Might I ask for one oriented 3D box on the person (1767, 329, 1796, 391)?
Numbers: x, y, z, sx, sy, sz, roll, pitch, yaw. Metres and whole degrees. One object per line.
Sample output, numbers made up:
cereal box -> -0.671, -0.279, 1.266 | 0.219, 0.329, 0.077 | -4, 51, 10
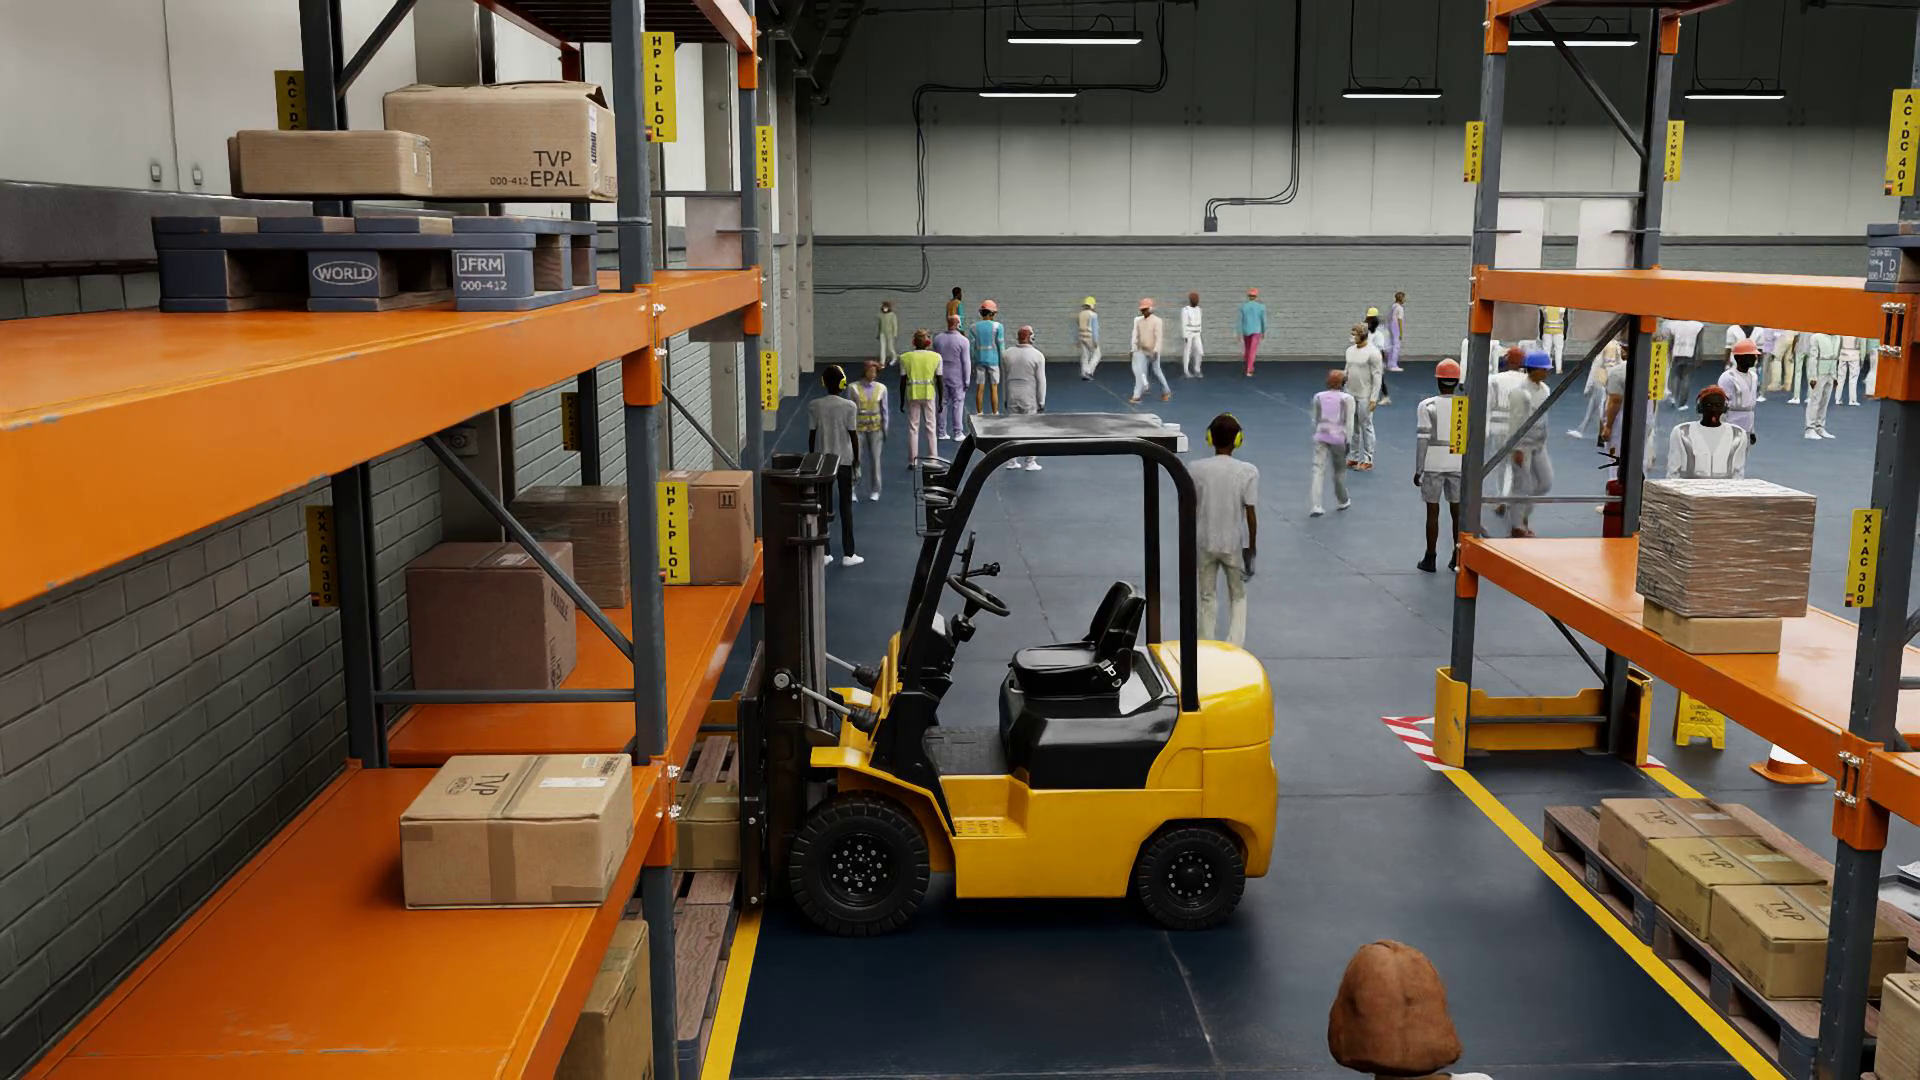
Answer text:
person -> 16.487, -4.002, 33.355 | 0.767, 2.000, 0.536 | -7, 12, -34

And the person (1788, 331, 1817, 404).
person -> 15.626, -3.452, 30.782 | 0.534, 1.864, 0.309 | 1, 10, 3

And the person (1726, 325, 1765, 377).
person -> 12.992, -2.920, 27.570 | 0.612, 1.955, 0.376 | 1, 10, 8

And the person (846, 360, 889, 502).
person -> -1.089, -1.263, 19.243 | 0.528, 1.631, 0.357 | -3, 11, -18

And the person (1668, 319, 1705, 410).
person -> 12.931, -3.261, 29.630 | 0.588, 1.903, 0.464 | 9, 14, 42

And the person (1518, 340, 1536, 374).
person -> 8.745, -2.548, 25.817 | 0.346, 1.842, 0.506 | 4, 11, 20

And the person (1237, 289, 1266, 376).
person -> 6.569, -4.673, 37.400 | 0.595, 1.936, 1.015 | 5, 11, 24

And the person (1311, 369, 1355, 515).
person -> 4.096, -1.078, 18.318 | 0.515, 1.586, 0.868 | 7, 12, 33

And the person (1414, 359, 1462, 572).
person -> 4.386, -0.672, 15.092 | 0.548, 1.936, 0.378 | 0, 10, 0

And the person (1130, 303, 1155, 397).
person -> 3.562, -3.669, 32.025 | 0.627, 1.860, 0.508 | -5, 11, -26

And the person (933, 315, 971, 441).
person -> -0.098, -2.430, 25.007 | 0.644, 1.900, 0.399 | 6, 12, 32

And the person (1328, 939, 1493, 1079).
person -> 0.853, 1.591, 3.331 | 0.506, 1.631, 0.277 | -5, 11, -24

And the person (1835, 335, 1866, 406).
person -> 16.273, -3.273, 30.409 | 0.308, 1.639, 0.524 | -7, 13, -36

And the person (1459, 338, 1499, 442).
person -> 7.755, -2.397, 24.877 | 0.580, 1.878, 0.342 | -1, 10, -8

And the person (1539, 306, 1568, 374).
person -> 13.495, -4.703, 37.814 | 0.619, 1.845, 0.430 | 5, 11, 26

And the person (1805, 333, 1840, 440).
person -> 13.114, -2.492, 25.280 | 0.596, 1.920, 0.384 | -6, 12, -29

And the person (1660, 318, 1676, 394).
person -> 13.950, -3.743, 32.747 | 0.317, 1.741, 0.492 | 1, 10, 4

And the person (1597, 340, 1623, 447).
person -> 9.506, -2.298, 24.203 | 0.392, 1.923, 0.553 | 5, 11, 25

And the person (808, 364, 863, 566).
person -> -1.153, -0.691, 15.381 | 0.517, 1.873, 0.328 | 3, 11, 16

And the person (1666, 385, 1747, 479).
person -> 5.812, -0.269, 12.999 | 0.574, 1.883, 0.355 | 2, 10, 9

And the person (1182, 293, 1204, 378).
person -> 5.121, -4.475, 36.462 | 0.572, 1.862, 0.642 | -6, 12, -29

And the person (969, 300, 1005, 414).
person -> 0.457, -2.901, 27.242 | 0.605, 2.033, 0.392 | 4, 11, 20

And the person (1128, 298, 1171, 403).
person -> 3.568, -3.529, 30.980 | 0.615, 1.958, 0.982 | 9, 14, 42

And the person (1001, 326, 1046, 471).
person -> 0.847, -1.853, 21.797 | 0.636, 1.900, 0.399 | 6, 12, 28

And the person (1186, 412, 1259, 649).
person -> 1.735, 0.068, 11.219 | 0.525, 1.856, 0.465 | 2, 10, 11

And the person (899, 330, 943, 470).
person -> -0.505, -1.827, 21.779 | 0.570, 1.843, 0.372 | 0, 10, -3

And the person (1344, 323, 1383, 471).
person -> 5.241, -1.868, 21.756 | 0.359, 1.936, 0.632 | -5, 11, -27

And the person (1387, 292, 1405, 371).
person -> 10.095, -4.807, 38.427 | 0.341, 1.838, 0.501 | -2, 10, -10

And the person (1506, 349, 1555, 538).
person -> 5.674, -0.936, 16.569 | 0.628, 1.929, 0.436 | -7, 13, -36

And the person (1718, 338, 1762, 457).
person -> 8.500, -1.225, 18.161 | 0.544, 1.943, 0.347 | -6, 12, -30

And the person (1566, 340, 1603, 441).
person -> 9.520, -2.275, 24.972 | 0.768, 1.588, 0.509 | 7, 13, 36

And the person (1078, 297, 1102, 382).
person -> 2.763, -4.271, 35.481 | 0.427, 1.814, 0.616 | -7, 12, -34

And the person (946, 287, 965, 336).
person -> -0.104, -5.022, 39.376 | 0.379, 1.918, 0.596 | -7, 12, -34

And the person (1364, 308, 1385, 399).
person -> 7.812, -3.537, 31.596 | 0.492, 1.741, 0.312 | 0, 10, 2

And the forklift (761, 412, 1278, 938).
forklift -> 0.291, 0.548, 7.580 | 2.313, 2.155, 1.214 | 0, 10, -2

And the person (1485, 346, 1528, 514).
person -> 6.055, -1.210, 18.380 | 0.591, 1.852, 0.896 | 6, 12, 30

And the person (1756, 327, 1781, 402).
person -> 14.985, -3.526, 31.091 | 0.601, 1.907, 0.483 | 8, 13, 39

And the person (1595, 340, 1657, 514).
person -> 7.291, -1.291, 18.254 | 0.688, 2.000, 0.539 | -5, 11, -24

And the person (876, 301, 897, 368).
person -> -1.725, -4.897, 39.565 | 0.521, 1.605, 0.655 | 2, 10, 13
